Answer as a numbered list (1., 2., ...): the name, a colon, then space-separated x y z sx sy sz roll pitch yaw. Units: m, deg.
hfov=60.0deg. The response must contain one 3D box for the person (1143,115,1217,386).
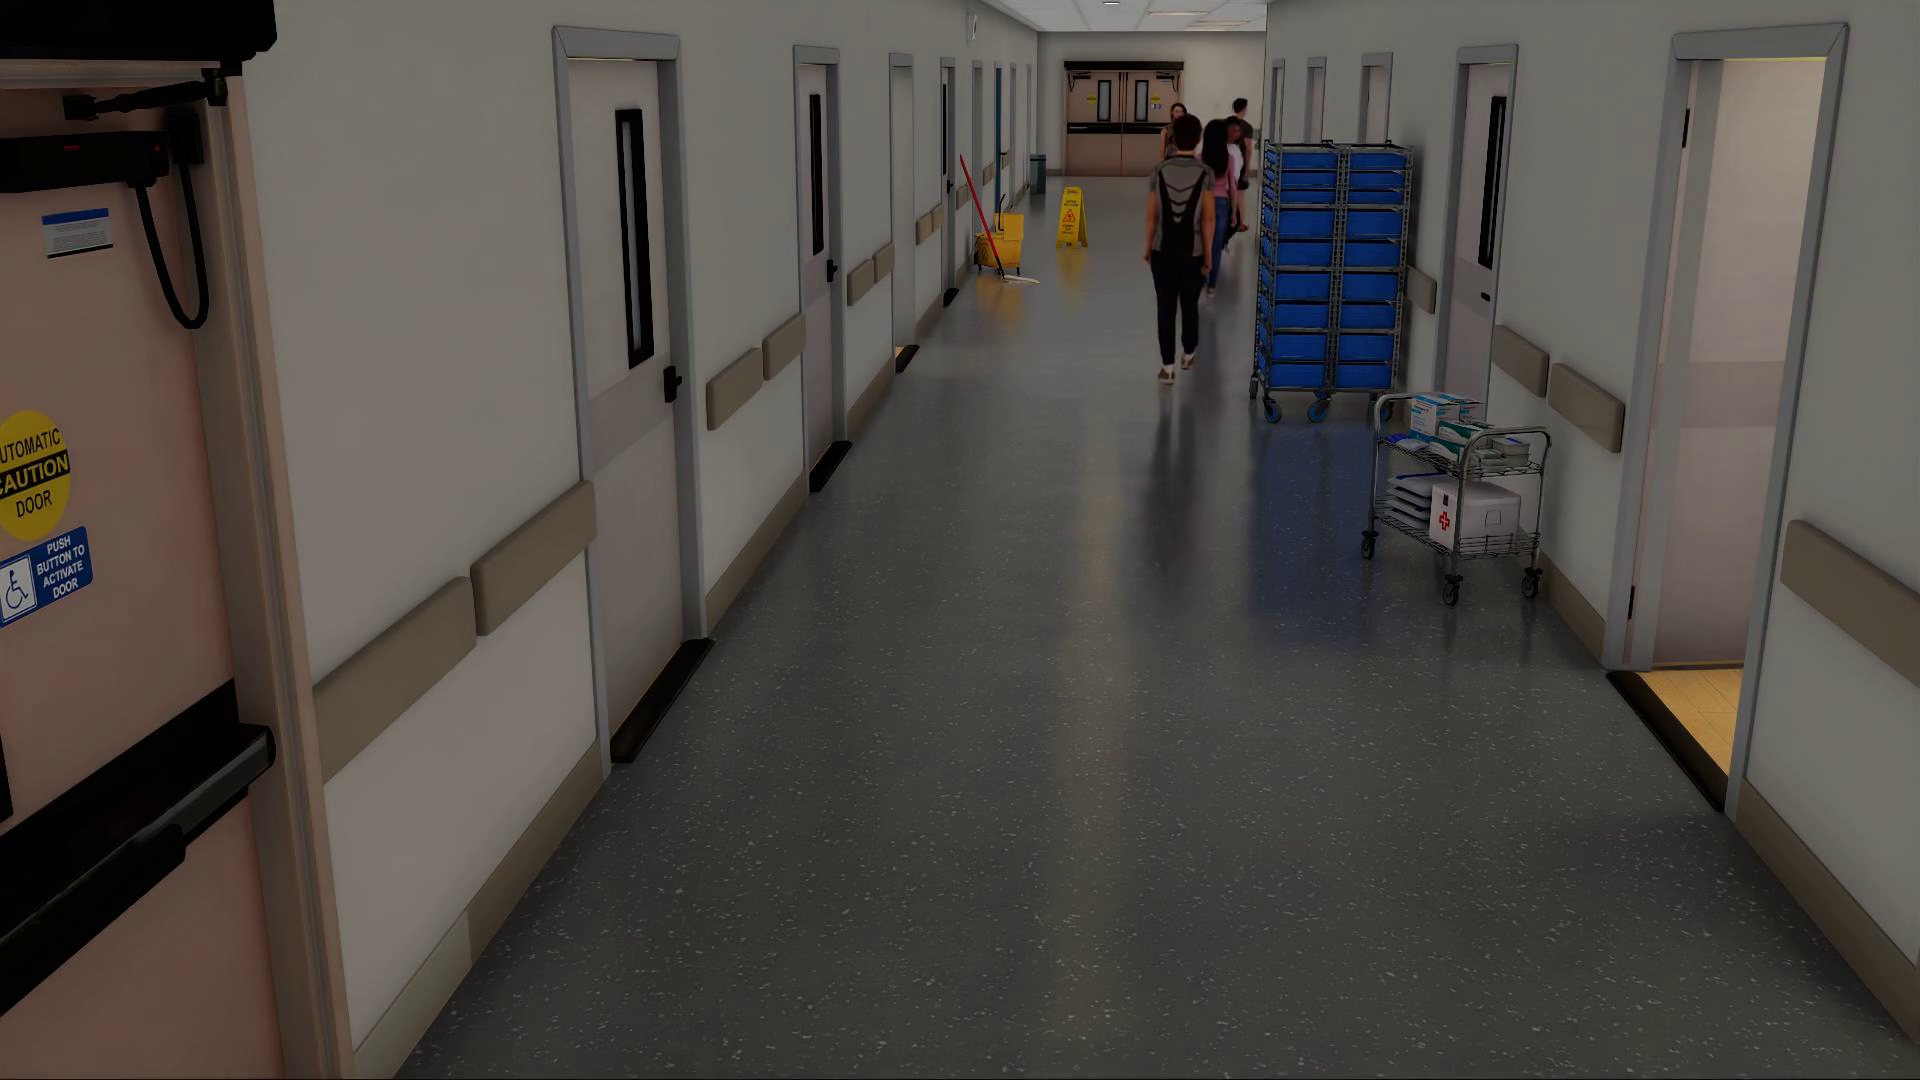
1. person: 1.541 -2.003 11.729 0.690 1.851 1.131 2 16 6

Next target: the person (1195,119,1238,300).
1. person: 2.454 -3.169 16.150 0.661 1.694 1.144 3 16 9

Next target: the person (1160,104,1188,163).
1. person: 2.908 -5.009 22.544 0.666 1.768 0.628 -3 16 -12

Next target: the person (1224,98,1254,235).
1. person: 3.605 -4.924 22.177 0.963 1.803 1.254 8 18 27

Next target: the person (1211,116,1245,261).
1. person: 3.133 -4.220 19.916 0.789 1.675 0.854 -13 21 -39
